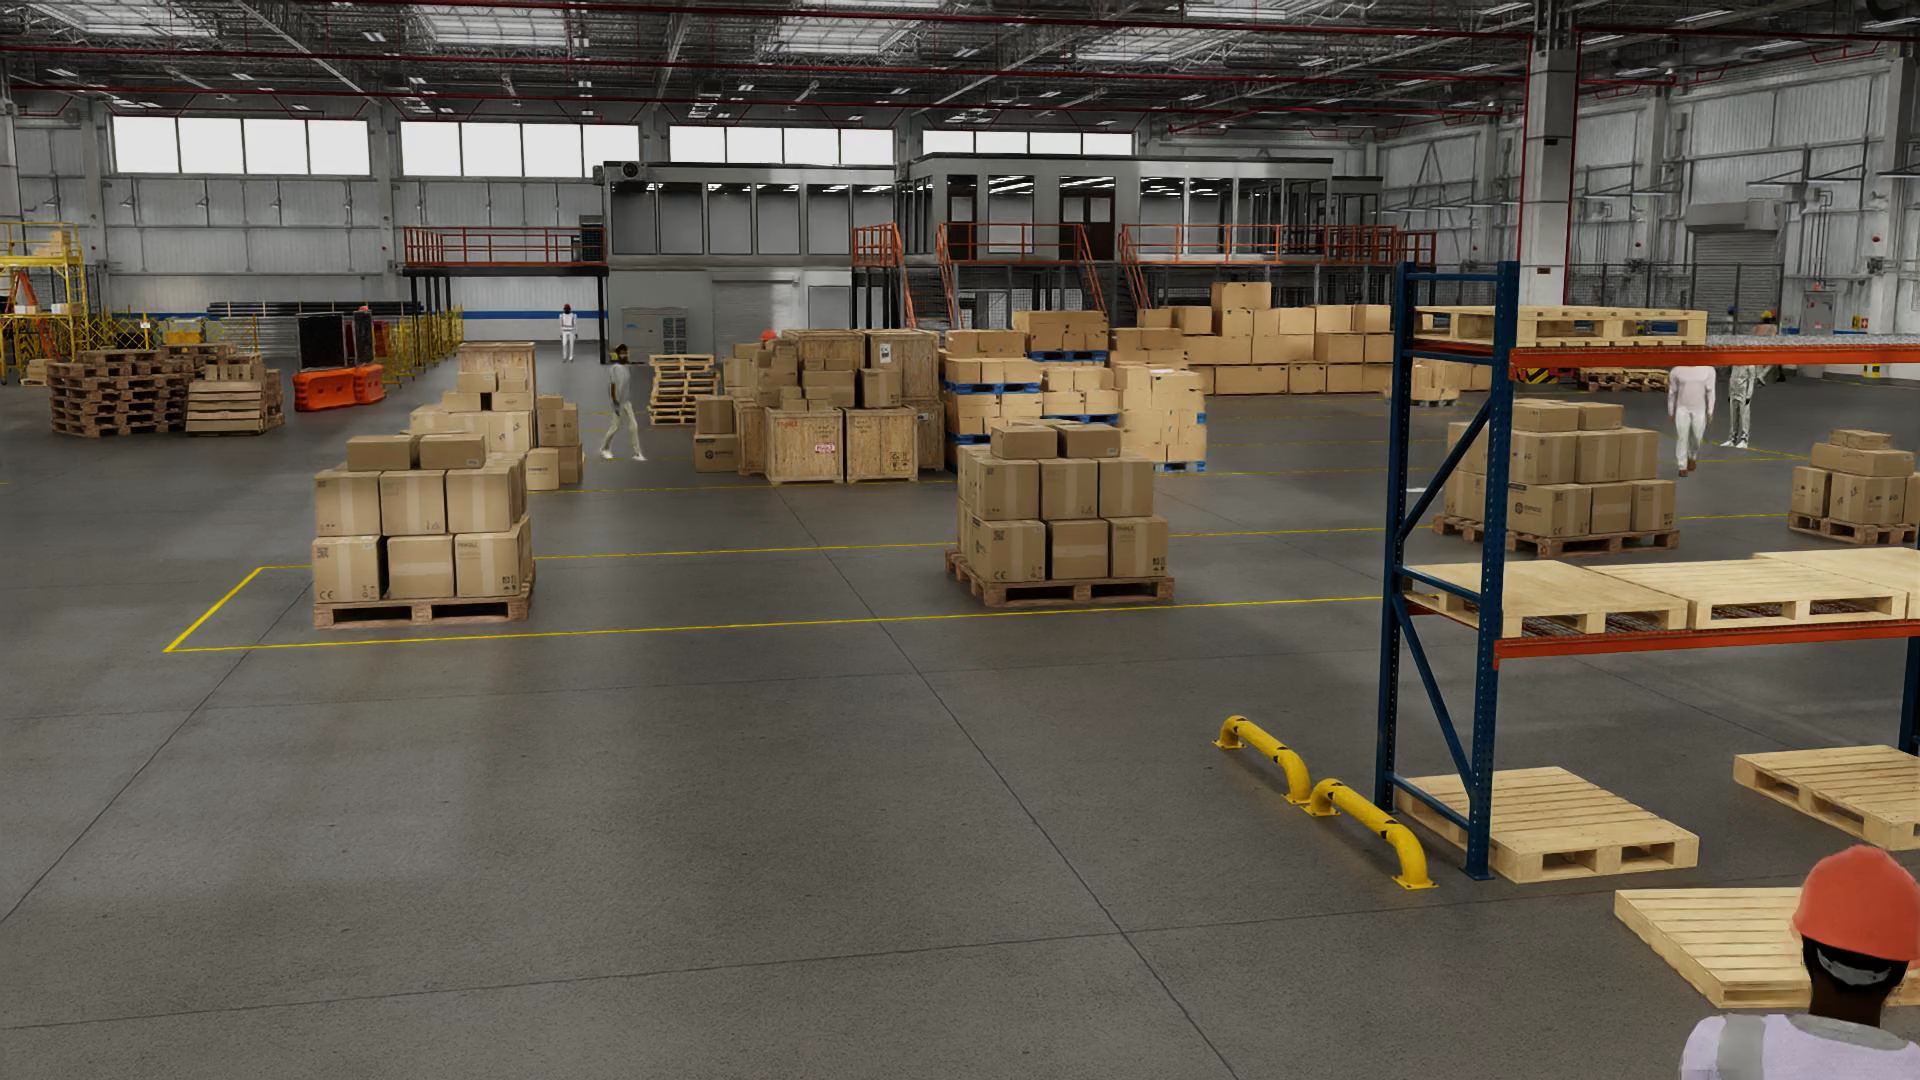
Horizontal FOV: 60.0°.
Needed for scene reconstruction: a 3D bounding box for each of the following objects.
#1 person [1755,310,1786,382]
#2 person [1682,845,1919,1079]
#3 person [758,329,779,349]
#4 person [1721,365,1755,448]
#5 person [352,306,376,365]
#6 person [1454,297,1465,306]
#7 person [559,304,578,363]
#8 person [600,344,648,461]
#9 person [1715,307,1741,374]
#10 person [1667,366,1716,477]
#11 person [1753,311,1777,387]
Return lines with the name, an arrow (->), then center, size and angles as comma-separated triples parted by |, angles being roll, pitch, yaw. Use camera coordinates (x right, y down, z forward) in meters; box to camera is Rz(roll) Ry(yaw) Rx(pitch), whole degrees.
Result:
person -> 21.410, -5.121, 43.896 | 0.982, 1.886, 0.543 | 9, 13, 44
person -> 1.648, 1.547, 3.208 | 0.547, 1.901, 0.928 | 3, 10, 20
person -> -3.085, -2.442, 27.198 | 0.395, 1.992, 0.623 | 0, 9, -2
person -> 13.003, -2.405, 27.743 | 0.297, 1.744, 0.487 | -3, 10, -19
person -> -15.009, -4.888, 41.997 | 0.608, 2.034, 0.397 | 3, 10, 16
person -> 18.275, -7.979, 61.012 | 0.619, 1.976, 0.643 | -1, 9, -3
person -> -12.296, -6.470, 52.193 | 0.591, 1.837, 0.946 | -1, 9, -5
person -> -5.299, -2.135, 25.927 | 0.939, 1.837, 0.526 | 6, 11, 33
person -> 21.699, -5.664, 47.071 | 0.645, 1.916, 0.720 | 0, 9, -1
person -> 10.517, -1.874, 23.973 | 0.639, 1.920, 0.629 | 3, 10, 18
person -> 20.085, -4.753, 41.525 | 0.447, 1.913, 0.617 | -7, 12, -36
